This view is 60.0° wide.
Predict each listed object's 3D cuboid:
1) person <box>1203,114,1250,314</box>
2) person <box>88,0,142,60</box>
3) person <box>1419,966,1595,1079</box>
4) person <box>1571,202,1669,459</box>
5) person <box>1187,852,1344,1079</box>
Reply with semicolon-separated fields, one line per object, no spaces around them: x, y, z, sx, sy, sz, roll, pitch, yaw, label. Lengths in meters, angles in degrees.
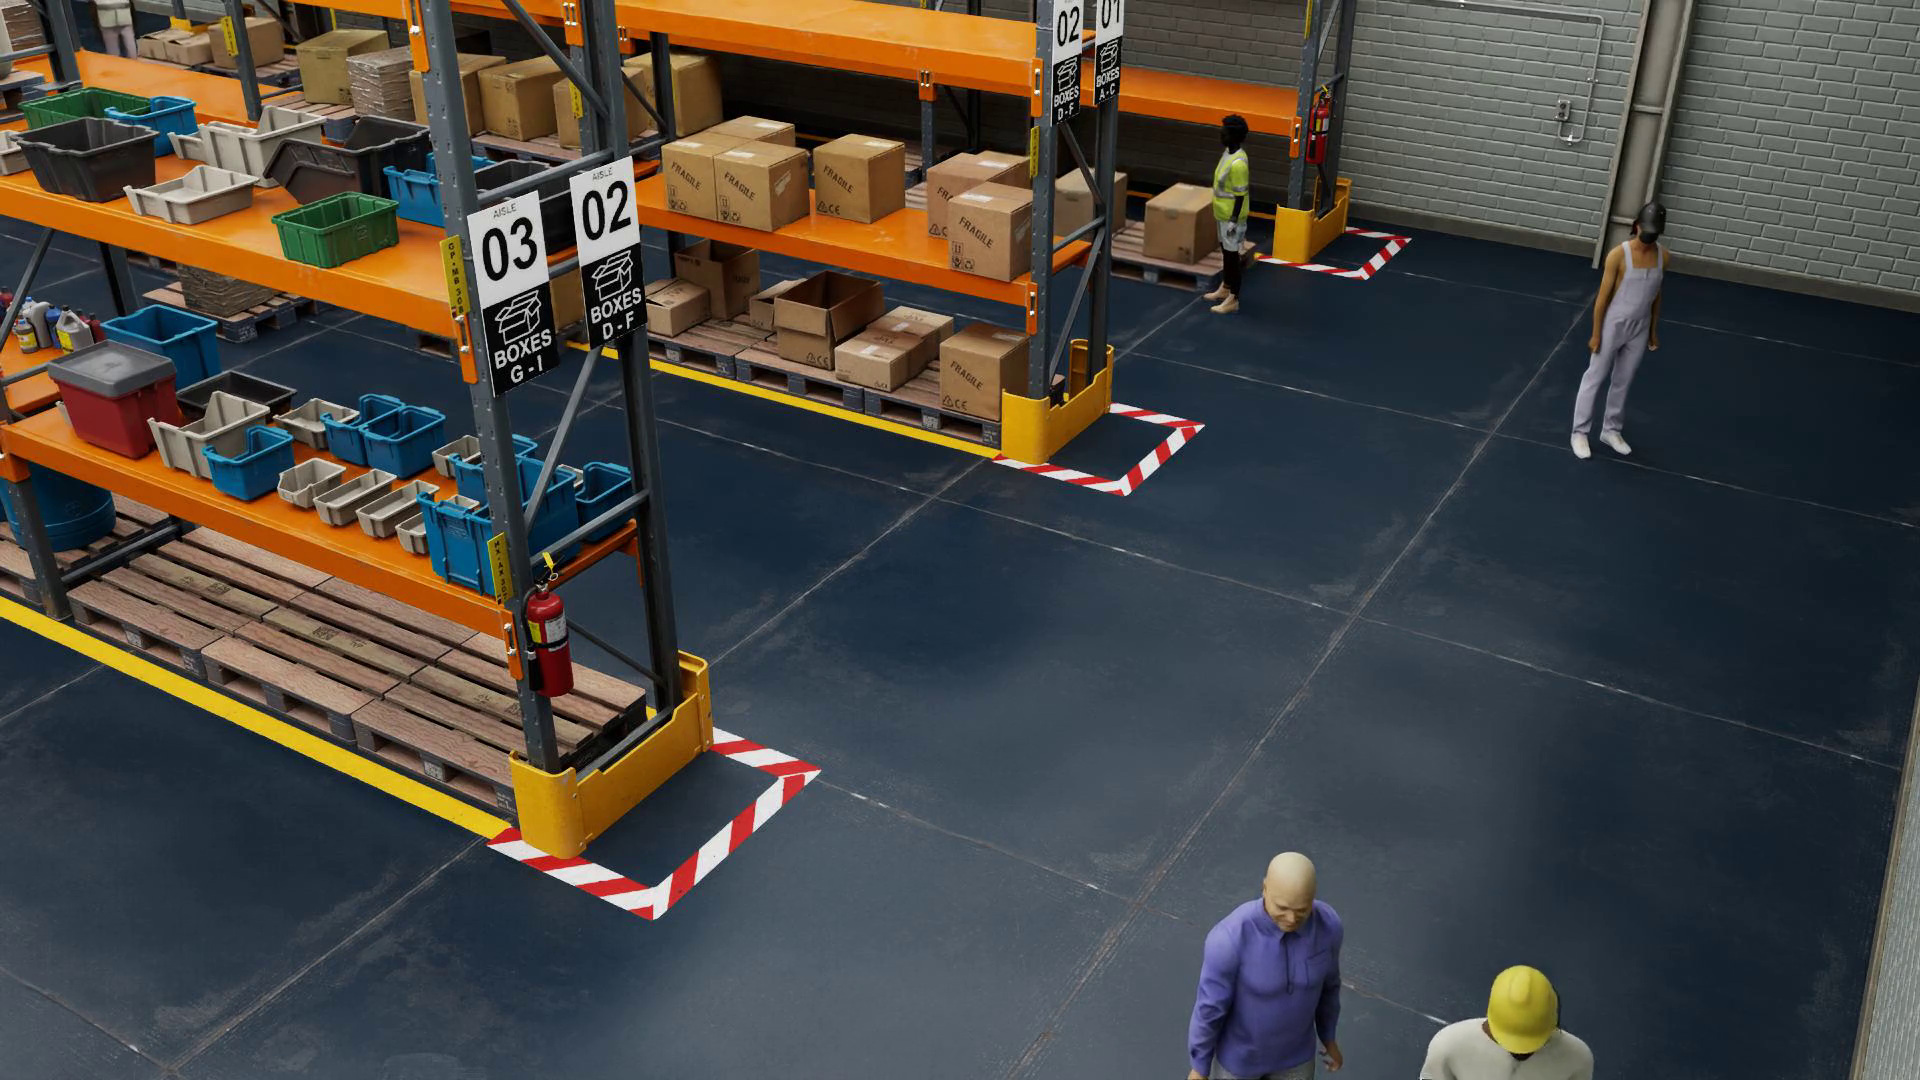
2.288;-2.763;14.122;0.320;1.695;0.536;-1;29;-1;person
-10.286;-6.252;20.256;0.609;1.817;0.587;26;38;38;person
1.734;2.048;5.450;0.560;1.732;0.382;2;29;3;person
4.654;-1.452;11.607;0.517;1.859;0.386;-5;30;-9;person
1.060;1.790;5.855;0.593;1.795;0.400;-9;30;-15;person
